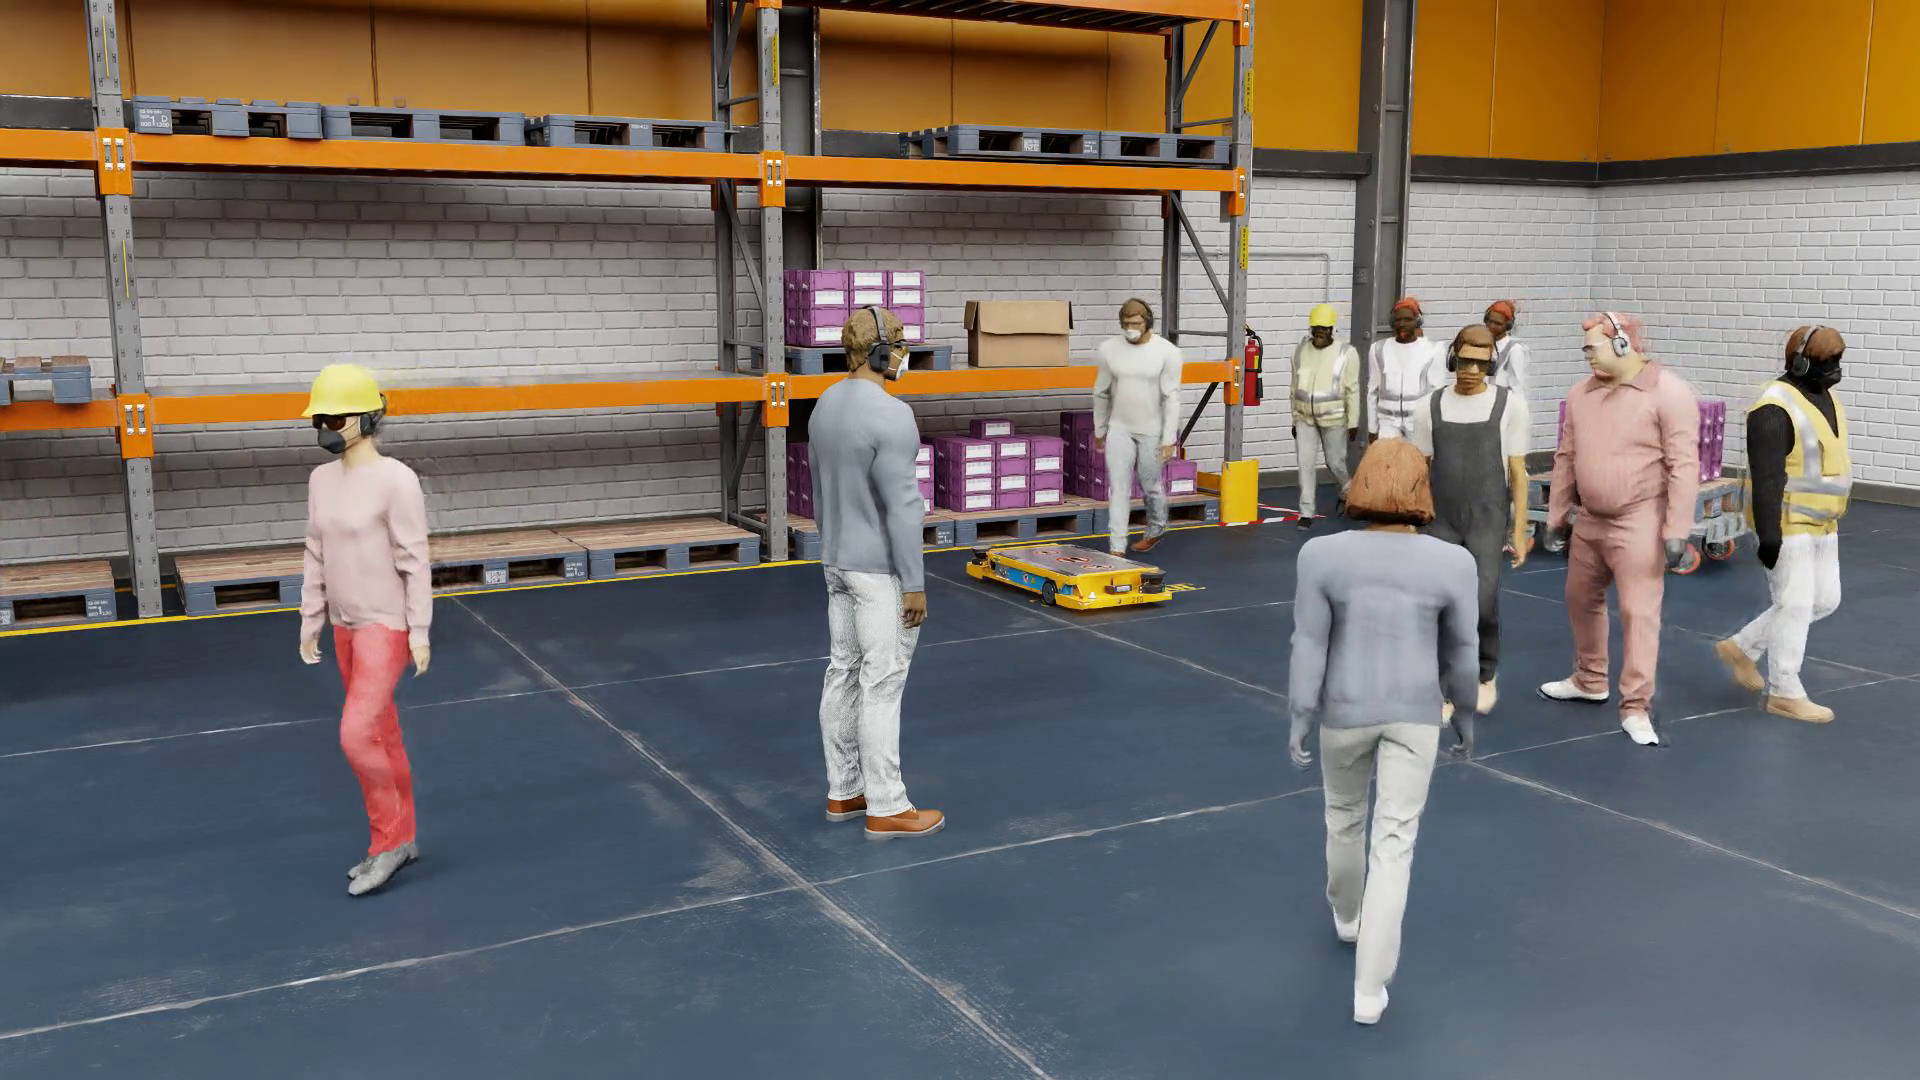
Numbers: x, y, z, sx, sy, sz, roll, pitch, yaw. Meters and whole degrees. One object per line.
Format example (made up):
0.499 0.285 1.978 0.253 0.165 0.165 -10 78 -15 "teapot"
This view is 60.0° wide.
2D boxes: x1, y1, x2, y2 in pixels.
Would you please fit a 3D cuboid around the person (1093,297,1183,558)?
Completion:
1.248 -0.763 11.660 0.649 1.884 0.947 3 10 20 "person"

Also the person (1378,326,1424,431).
3.707 -0.995 13.779 0.498 1.633 0.282 3 10 19 "person"

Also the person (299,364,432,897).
-2.019 0.300 5.500 0.547 1.749 0.521 7 12 36 "person"

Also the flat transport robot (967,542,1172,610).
0.667 0.207 10.595 0.652 0.197 1.431 -5 11 -28 "flat transport robot"

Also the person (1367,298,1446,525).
3.202 -0.819 12.057 0.580 1.839 0.942 4 10 25 "person"

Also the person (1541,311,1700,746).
2.931 -0.078 7.468 0.443 1.878 0.904 -4 10 -25 "person"

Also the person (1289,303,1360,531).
2.936 -0.999 13.335 0.596 1.801 0.836 6 11 31 "person"

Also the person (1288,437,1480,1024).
1.216 0.498 4.780 0.517 1.588 0.840 3 10 16 "person"

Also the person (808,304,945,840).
-0.318 0.118 6.068 0.372 1.940 0.631 -6 11 -34 "person"

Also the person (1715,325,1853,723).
3.775 -0.073 7.601 0.650 1.820 0.514 -8 12 -40 "person"

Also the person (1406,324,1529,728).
2.266 -0.055 7.466 0.555 1.823 0.420 5 11 30 "person"

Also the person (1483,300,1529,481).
4.295 -0.990 13.182 0.985 1.828 0.610 -1 9 -4 "person"
